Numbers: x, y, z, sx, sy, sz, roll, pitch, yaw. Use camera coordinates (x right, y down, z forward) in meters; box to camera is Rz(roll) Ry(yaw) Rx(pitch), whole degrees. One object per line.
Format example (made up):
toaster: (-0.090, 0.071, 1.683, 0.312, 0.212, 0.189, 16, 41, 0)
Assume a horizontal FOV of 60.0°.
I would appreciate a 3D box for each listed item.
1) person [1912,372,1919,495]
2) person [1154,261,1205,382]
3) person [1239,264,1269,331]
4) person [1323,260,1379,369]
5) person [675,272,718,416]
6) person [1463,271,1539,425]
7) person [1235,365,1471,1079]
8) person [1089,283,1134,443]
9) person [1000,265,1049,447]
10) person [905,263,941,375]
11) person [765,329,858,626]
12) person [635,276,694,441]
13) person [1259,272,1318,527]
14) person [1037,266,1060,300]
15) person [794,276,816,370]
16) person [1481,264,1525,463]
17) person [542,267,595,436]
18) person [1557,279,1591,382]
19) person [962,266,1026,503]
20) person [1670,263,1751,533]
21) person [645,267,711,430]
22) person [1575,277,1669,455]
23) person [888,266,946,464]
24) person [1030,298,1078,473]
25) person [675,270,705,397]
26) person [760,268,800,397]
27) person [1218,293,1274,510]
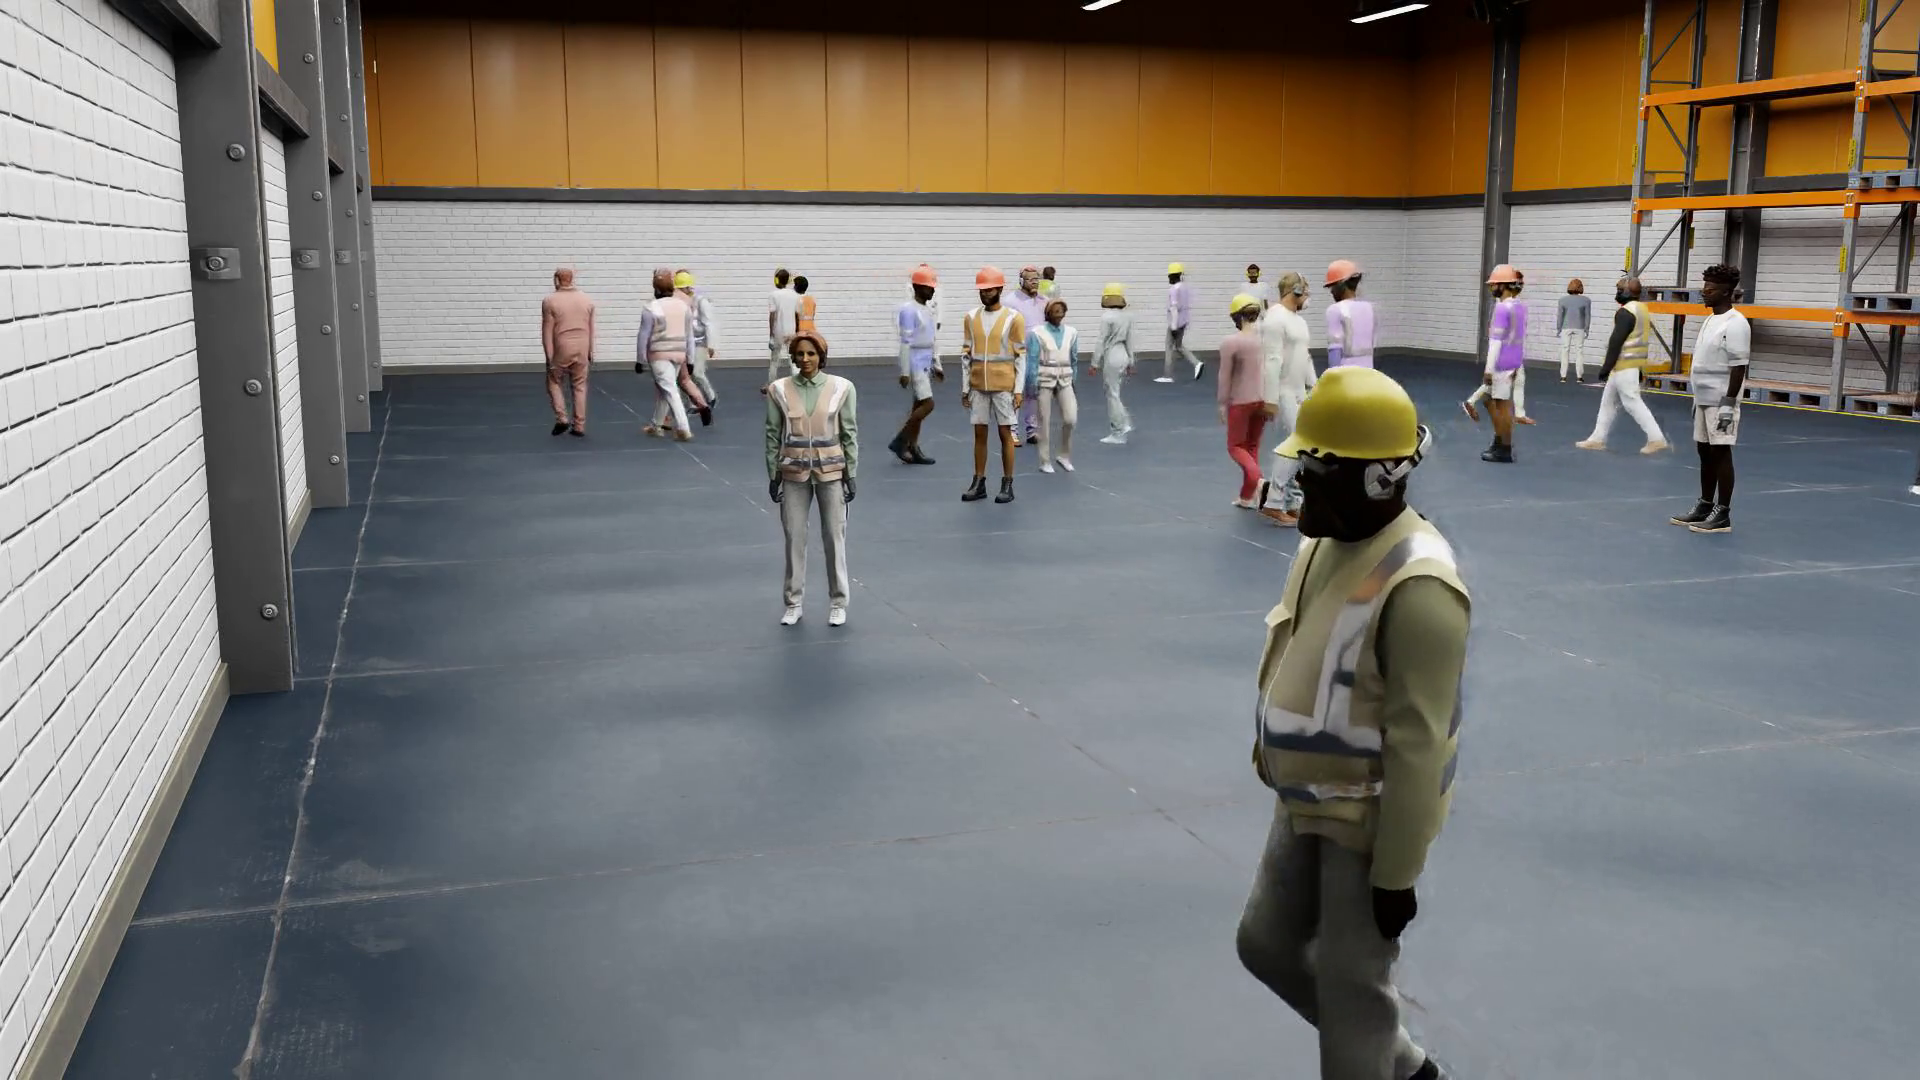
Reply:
person: (8.190, -1.220, 13.541, 0.615, 1.864, 1.021, -2, 10, -10)
person: (3.452, -3.417, 26.146, 0.710, 1.911, 0.597, 6, 11, 30)
person: (4.929, -3.703, 27.971, 0.501, 1.859, 0.329, 2, 10, 12)
person: (3.256, -1.326, 13.845, 0.617, 1.983, 1.030, -6, 12, -33)
person: (-3.353, -2.432, 20.751, 0.625, 1.807, 0.447, 7, 12, 35)
person: (6.512, -2.308, 19.952, 0.888, 1.840, 0.525, 9, 13, 43)
person: (0.816, 0.547, 3.453, 0.427, 1.818, 0.617, -1, 10, -9)
person: (1.640, -1.893, 17.873, 0.399, 1.724, 0.505, 7, 12, 34)
person: (0.728, -1.938, 17.593, 0.645, 1.907, 0.400, -7, 12, -34)
person: (-0.638, -3.674, 27.754, 0.597, 1.863, 0.591, 2, 10, 10)
person: (-0.808, -0.334, 9.112, 0.509, 1.629, 0.314, 0, 10, 1)
person: (-3.219, -1.981, 18.188, 0.974, 1.798, 0.636, 8, 13, 40)
person: (2.478, -1.039, 12.448, 0.469, 1.895, 0.694, 7, 12, 36)
person: (1.513, -4.006, 29.839, 0.633, 1.817, 0.798, 7, 12, 37)
person: (-2.355, -3.106, 24.952, 0.317, 1.697, 0.540, 5, 11, 27)
person: (5.231, -1.712, 16.226, 0.498, 1.923, 0.566, 6, 12, 33)
person: (-4.371, -2.089, 18.542, 0.650, 1.888, 0.445, -7, 12, -36)
person: (9.707, -3.312, 26.339, 0.501, 1.631, 0.285, 4, 11, 21)
person: (0.256, -1.265, 13.608, 0.551, 1.935, 0.375, 4, 11, 24)
person: (5.542, -1.039, 12.211, 0.362, 1.965, 0.611, 0, 10, 2)
person: (-3.268, -2.181, 19.094, 0.702, 1.884, 0.660, 9, 13, 43)
person: (6.833, -1.777, 16.973, 0.931, 1.807, 0.629, 6, 12, 33)
person: (-0.370, -1.665, 15.995, 0.411, 1.916, 0.541, 3, 10, 16)
person: (0.872, -1.416, 15.385, 0.513, 1.625, 0.432, -3, 10, -19)
person: (-3.938, -2.931, 23.657, 0.567, 1.795, 0.968, -9, 13, -43)
person: (-2.458, -2.811, 22.882, 0.554, 1.819, 0.989, -6, 12, -33)
person: (2.304, -1.066, 13.054, 0.539, 1.737, 0.644, -4, 11, -22)
